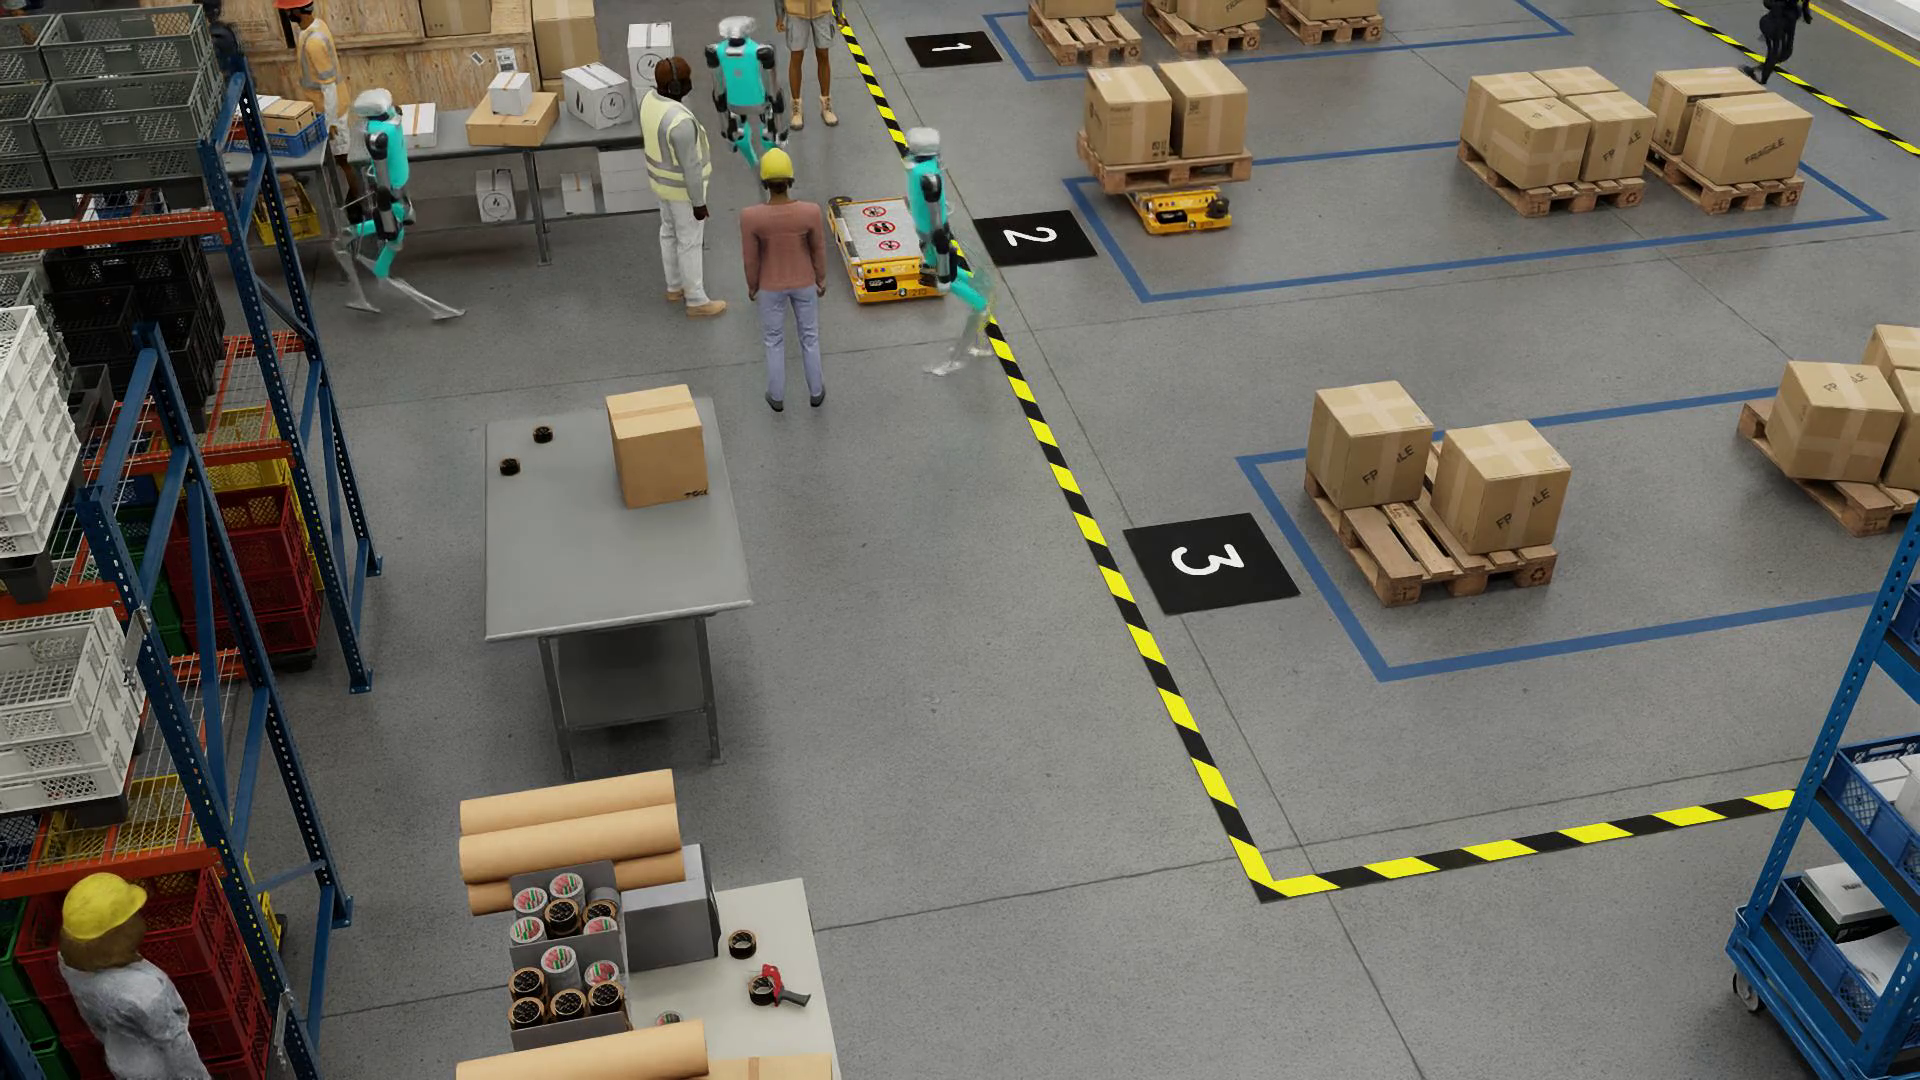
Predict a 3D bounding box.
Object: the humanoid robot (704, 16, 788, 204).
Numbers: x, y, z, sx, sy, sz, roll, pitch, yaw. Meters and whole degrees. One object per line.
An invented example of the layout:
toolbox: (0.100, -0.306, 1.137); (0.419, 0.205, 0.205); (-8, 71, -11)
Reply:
humanoid robot: (-1.497, -3.132, 12.598); (0.537, 1.857, 0.811); (8, 37, 11)

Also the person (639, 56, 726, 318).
person: (-1.924, -2.443, 11.519); (0.429, 1.841, 0.633); (-22, 42, -27)

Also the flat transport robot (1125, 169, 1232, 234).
flat transport robot: (1.642, -2.890, 13.414); (0.652, 0.197, 1.431); (-8, 37, -10)

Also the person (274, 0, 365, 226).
person: (-4.796, -3.271, 12.558); (0.372, 1.932, 0.543); (-12, 38, -16)

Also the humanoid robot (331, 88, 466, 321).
humanoid robot: (-4.031, -2.206, 11.318); (1.046, 1.758, 0.554); (-1, 37, -1)

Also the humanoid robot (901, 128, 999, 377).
humanoid robot: (0.017, -1.853, 10.834); (0.802, 1.774, 0.549); (-11, 38, -14)

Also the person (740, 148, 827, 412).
person: (-1.094, -1.620, 10.474); (0.524, 1.770, 0.303); (-6, 37, -9)

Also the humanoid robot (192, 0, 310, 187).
humanoid robot: (-5.695, -3.509, 13.147); (0.766, 1.646, 0.600); (-8, 37, -10)

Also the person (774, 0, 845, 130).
person: (-1.275, -4.507, 14.128); (0.605, 2.041, 0.383); (-8, 37, -10)

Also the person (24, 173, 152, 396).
person: (-5.374, -1.571, 10.287); (0.393, 1.916, 0.590); (-7, 37, -10)

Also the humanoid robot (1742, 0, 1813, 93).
humanoid robot: (7.262, -4.706, 14.707); (0.616, 1.630, 0.479); (-21, 42, -26)

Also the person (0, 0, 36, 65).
person: (-8.743, -5.096, 14.927); (0.605, 2.033, 0.389); (-29, 46, -33)

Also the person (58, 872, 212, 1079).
person: (-2.823, 1.817, 5.876); (0.492, 1.740, 0.322); (19, 41, 23)

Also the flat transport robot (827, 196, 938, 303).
flat transport robot: (-0.570, -2.220, 12.538); (0.659, 0.231, 1.431); (-8, 37, -10)
